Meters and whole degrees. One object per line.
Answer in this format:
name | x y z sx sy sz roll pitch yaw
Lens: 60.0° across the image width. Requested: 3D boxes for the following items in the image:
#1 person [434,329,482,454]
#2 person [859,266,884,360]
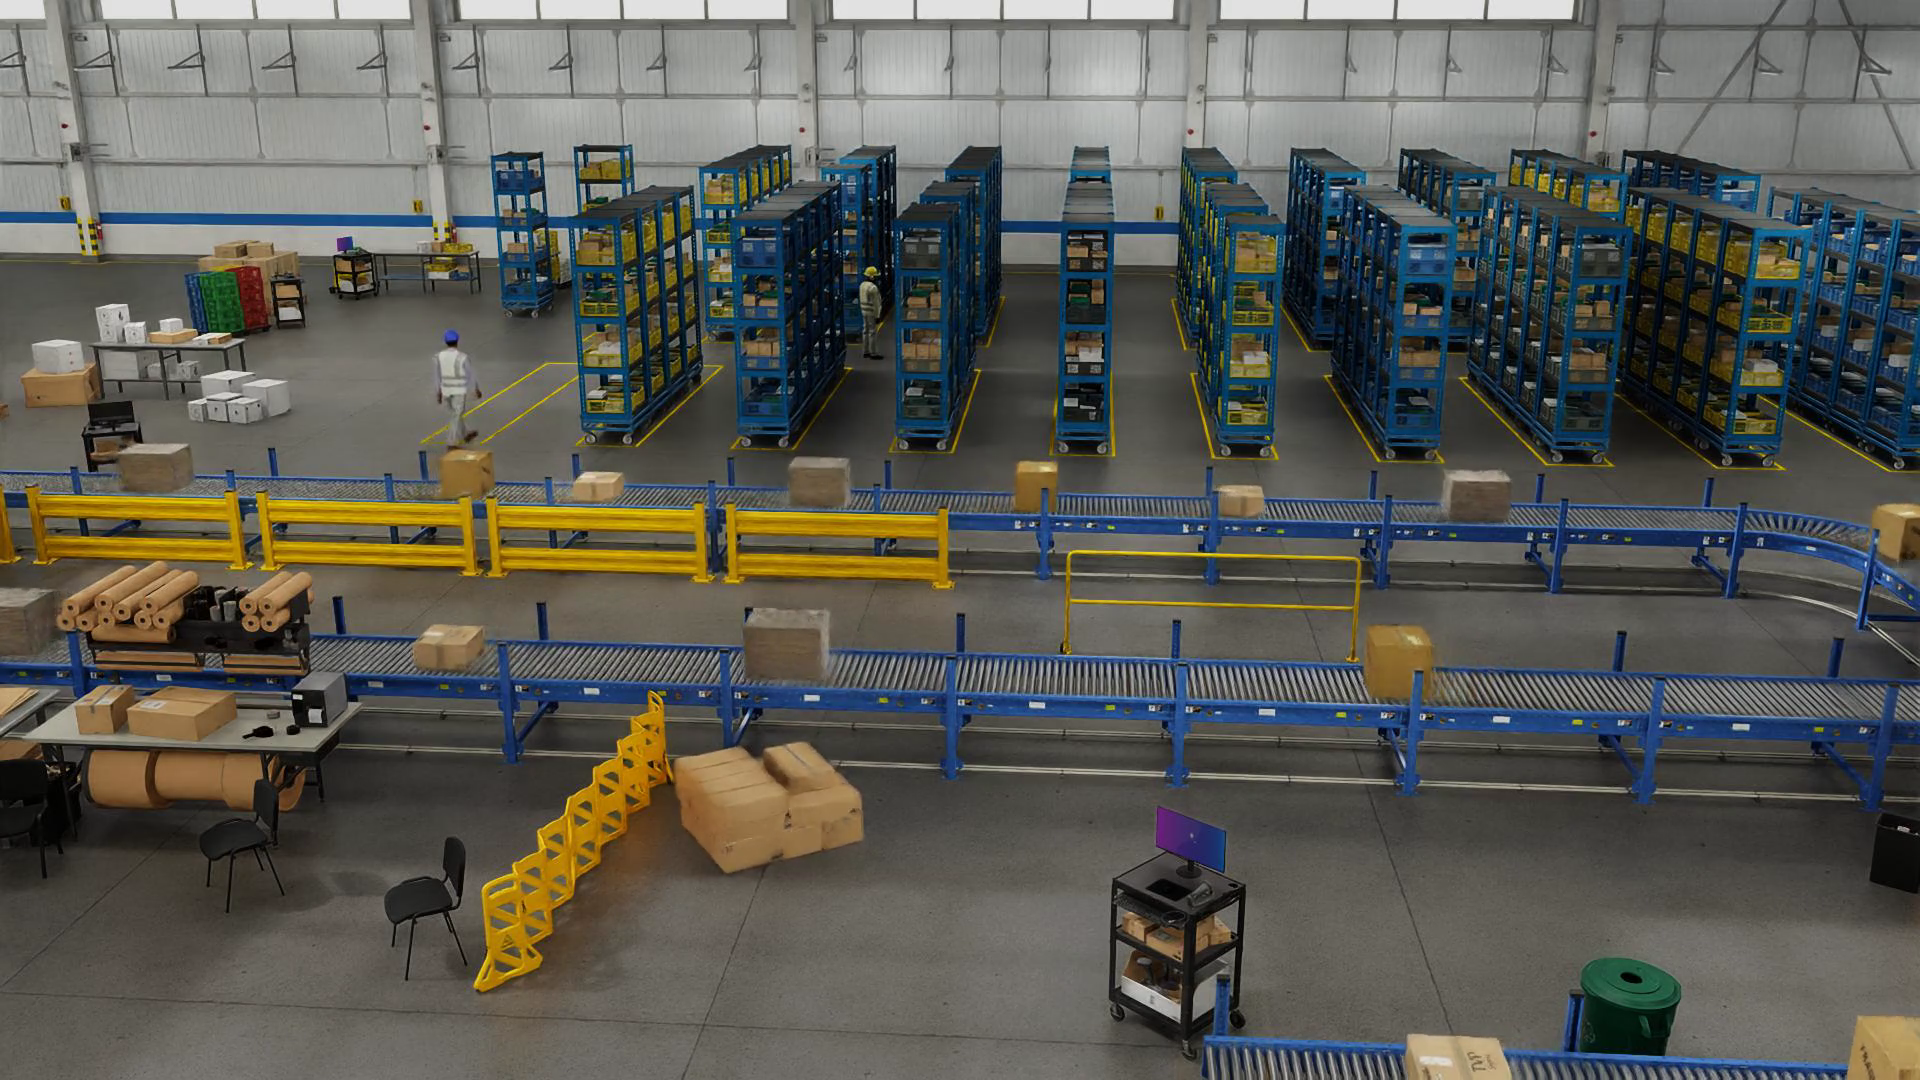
person | -7.809 -2.327 25.862 0.621 1.890 1.023 6 18 18
person | -1.737 -4.464 32.725 0.404 1.830 0.602 -11 21 -31
